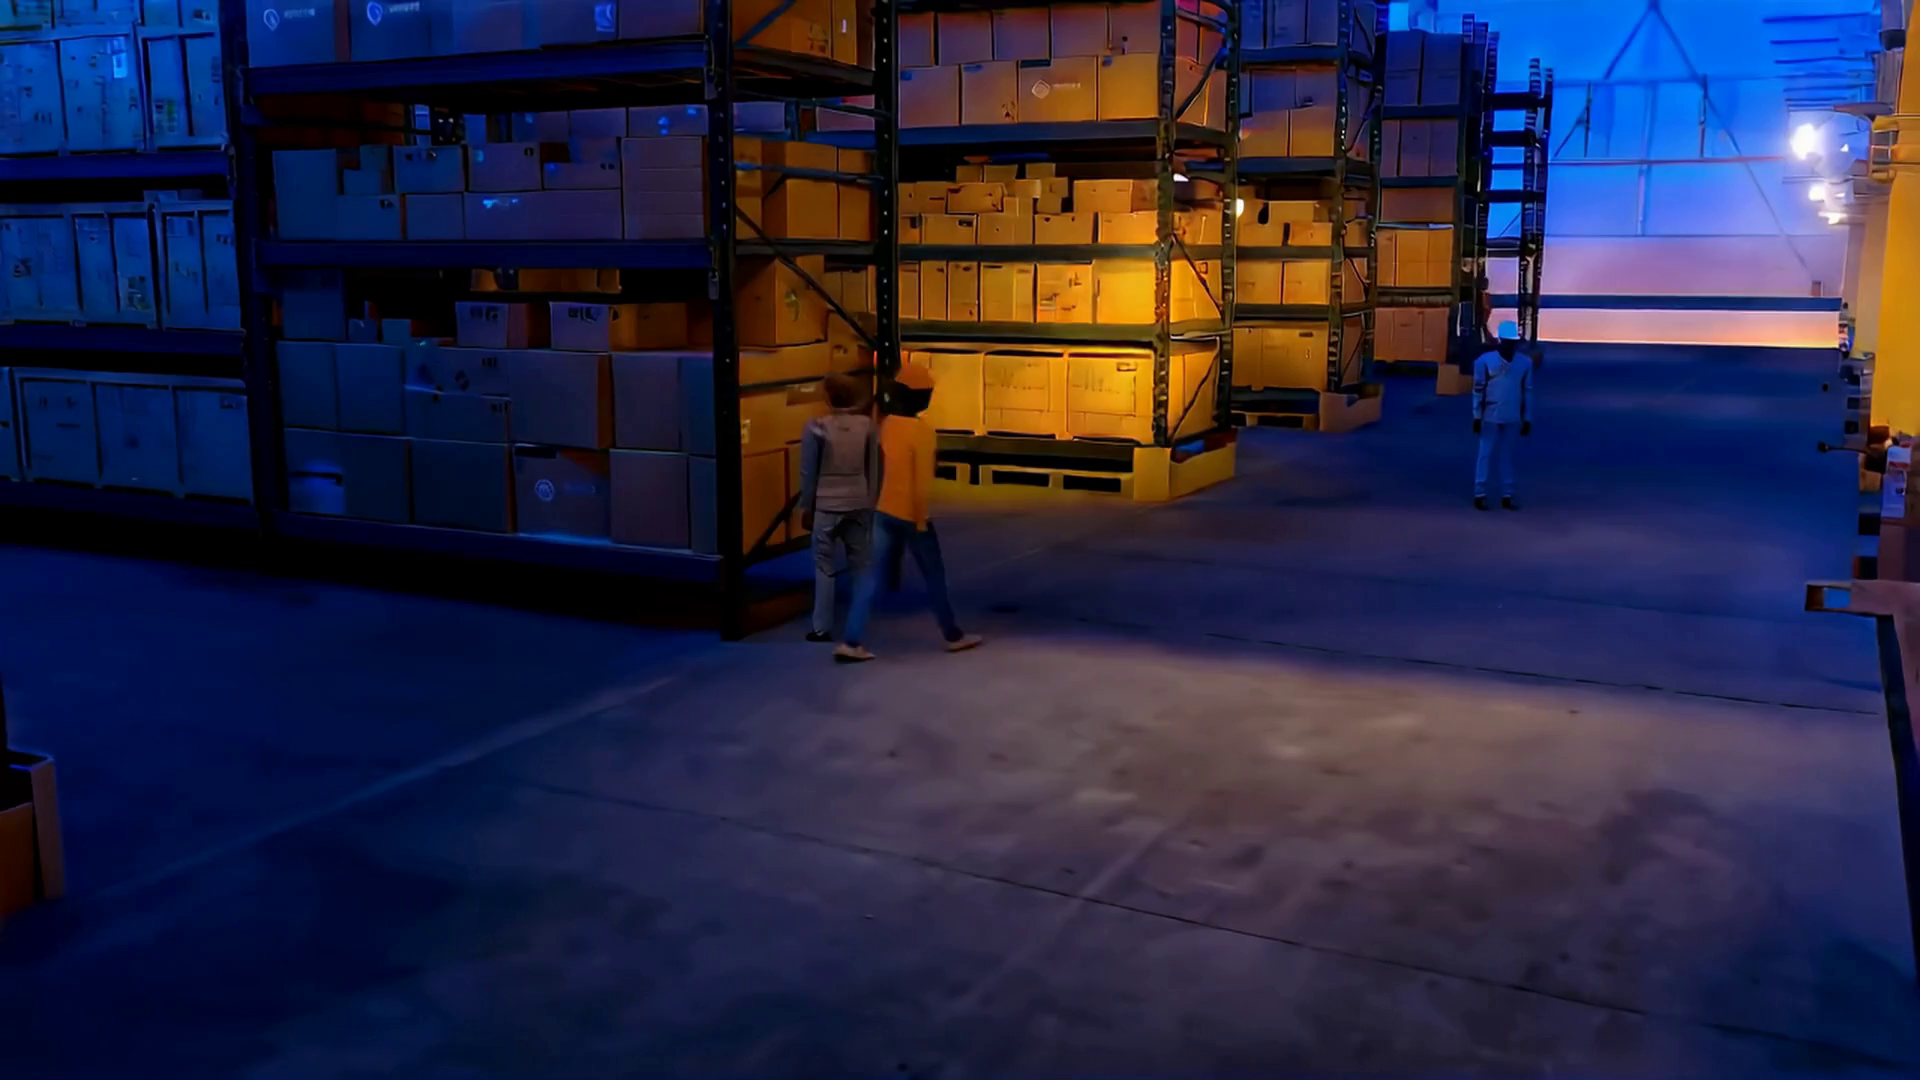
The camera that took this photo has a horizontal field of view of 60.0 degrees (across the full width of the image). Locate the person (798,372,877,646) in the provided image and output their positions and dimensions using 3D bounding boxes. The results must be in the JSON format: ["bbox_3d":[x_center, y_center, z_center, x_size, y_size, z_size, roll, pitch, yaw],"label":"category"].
[{"bbox_3d":[-0.717,-0.183,9.924,0.526,1.631,0.321,-7,12,-34],"label":"person"}]

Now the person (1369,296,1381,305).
[{"bbox_3d":[9.175,-5.036,37.275,0.535,1.884,0.655,5,11,27],"label":"person"}]

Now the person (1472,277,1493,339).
[{"bbox_3d":[11.484,-4.913,36.854,0.949,1.786,0.587,9,14,44],"label":"person"}]

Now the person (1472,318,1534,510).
[{"bbox_3d":[4.941,-1.136,15.114,0.563,1.743,0.349,-1,10,-4],"label":"person"}]

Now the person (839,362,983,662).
[{"bbox_3d":[-0.316,-0.156,9.518,0.941,1.714,0.537,-8,13,-40],"label":"person"}]

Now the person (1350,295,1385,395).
[{"bbox_3d":[6.364,-3.127,26.771,0.915,1.699,0.484,4,11,23],"label":"person"}]
